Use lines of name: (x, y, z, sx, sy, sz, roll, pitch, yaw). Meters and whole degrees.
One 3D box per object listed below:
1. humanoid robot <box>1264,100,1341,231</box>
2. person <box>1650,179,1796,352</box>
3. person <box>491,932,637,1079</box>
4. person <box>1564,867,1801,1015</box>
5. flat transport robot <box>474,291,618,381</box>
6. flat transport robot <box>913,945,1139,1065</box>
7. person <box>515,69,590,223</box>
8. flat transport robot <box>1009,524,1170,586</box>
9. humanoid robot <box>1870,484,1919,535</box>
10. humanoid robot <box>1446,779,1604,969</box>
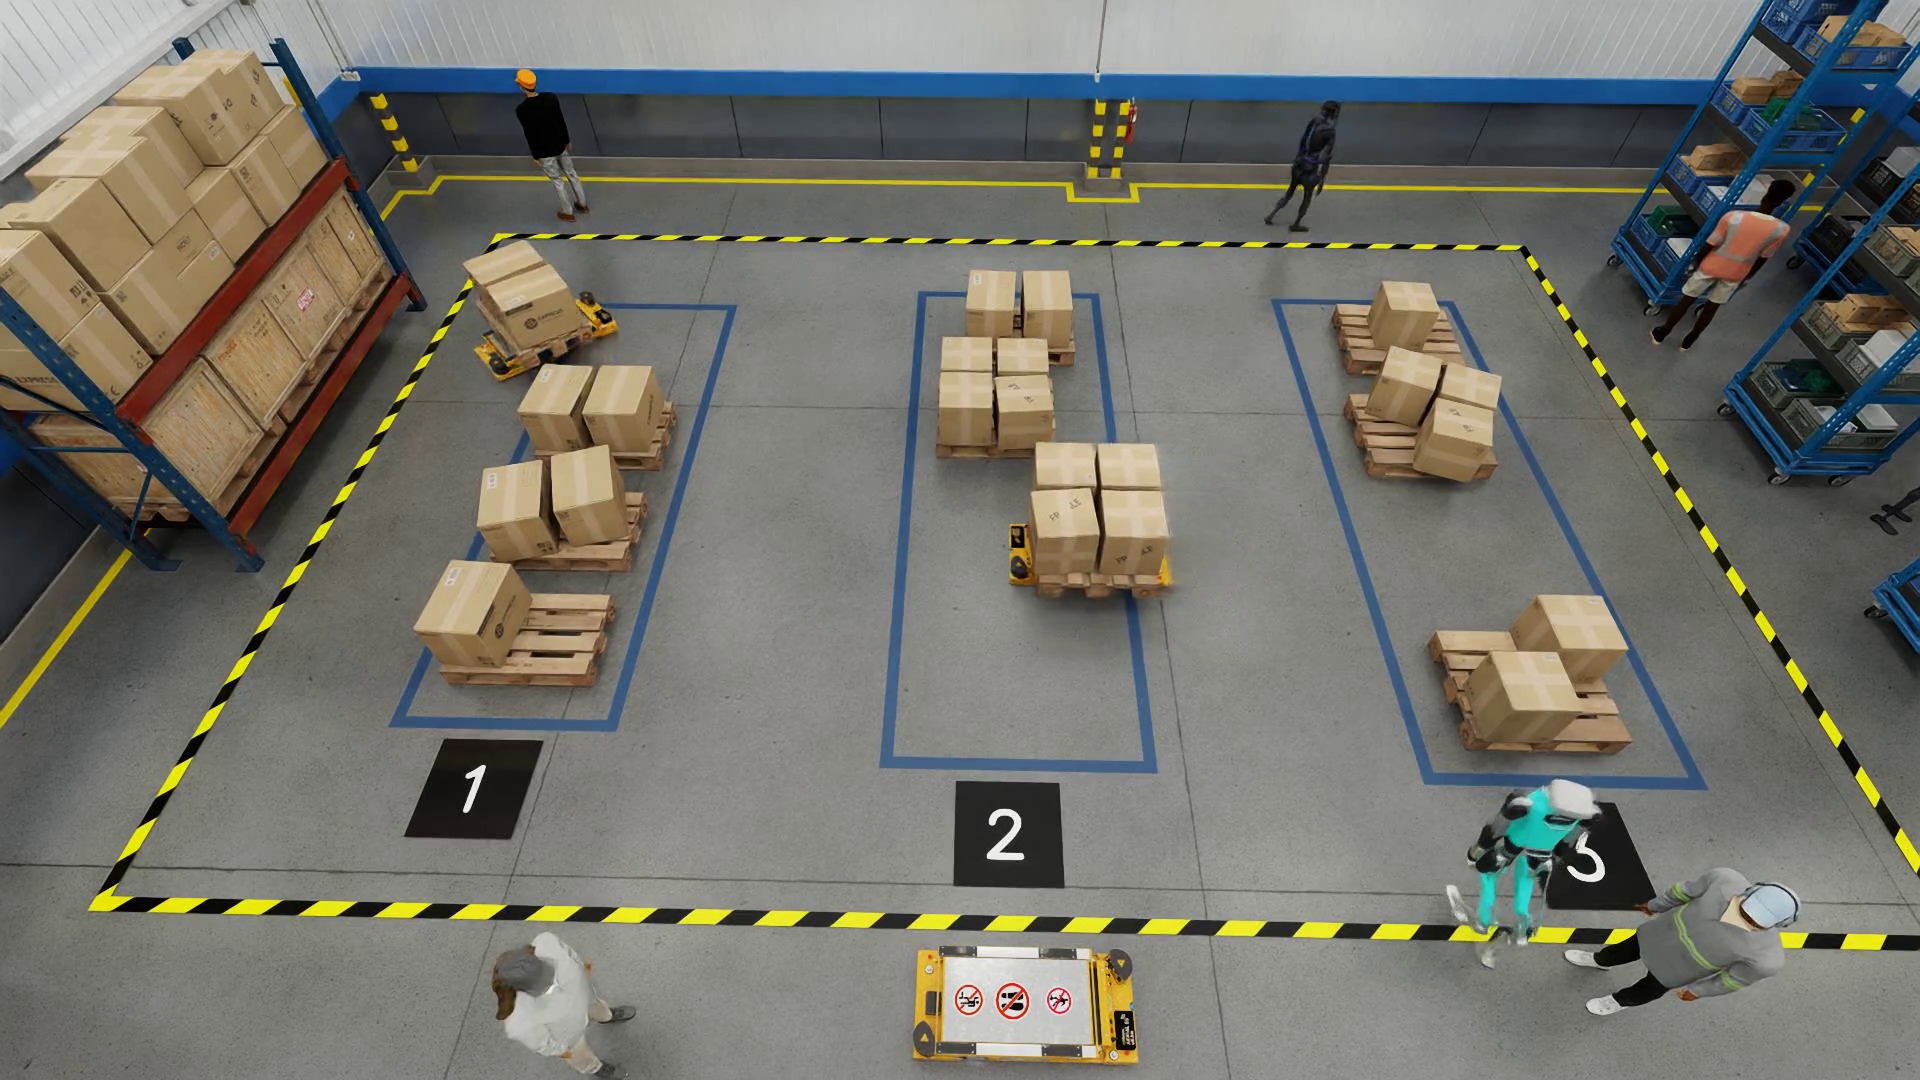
humanoid robot: (4.221, -4.578, 11.316, 0.529, 1.642, 0.611, -16, 53, -13)
person: (8.107, -2.885, 9.742, 0.603, 1.966, 0.374, 26, 55, 19)
person: (-2.291, 2.707, 5.312, 0.398, 1.765, 0.564, 1, 51, 0)
person: (4.307, 2.426, 5.485, 0.359, 1.851, 0.596, -1, 51, -1)
flat transport robot: (-4.692, -2.332, 10.369, 1.431, 0.197, 0.652, -34, 58, -24)
flat transport robot: (0.422, 3.041, 6.007, 1.431, 0.231, 0.659, 1, 51, 1)
person: (-5.111, -4.899, 11.437, 0.367, 1.883, 0.591, 27, 56, 20)
flat transport robot: (1.170, 0.098, 8.388, 1.431, 0.197, 0.652, 1, 51, 1)
humanoid robot: (8.957, -0.711, 8.147, 0.599, 1.657, 0.315, -24, 55, -18)
humanoid robot: (3.493, 2.228, 5.762, 0.566, 1.811, 0.800, 6, 51, 4)
